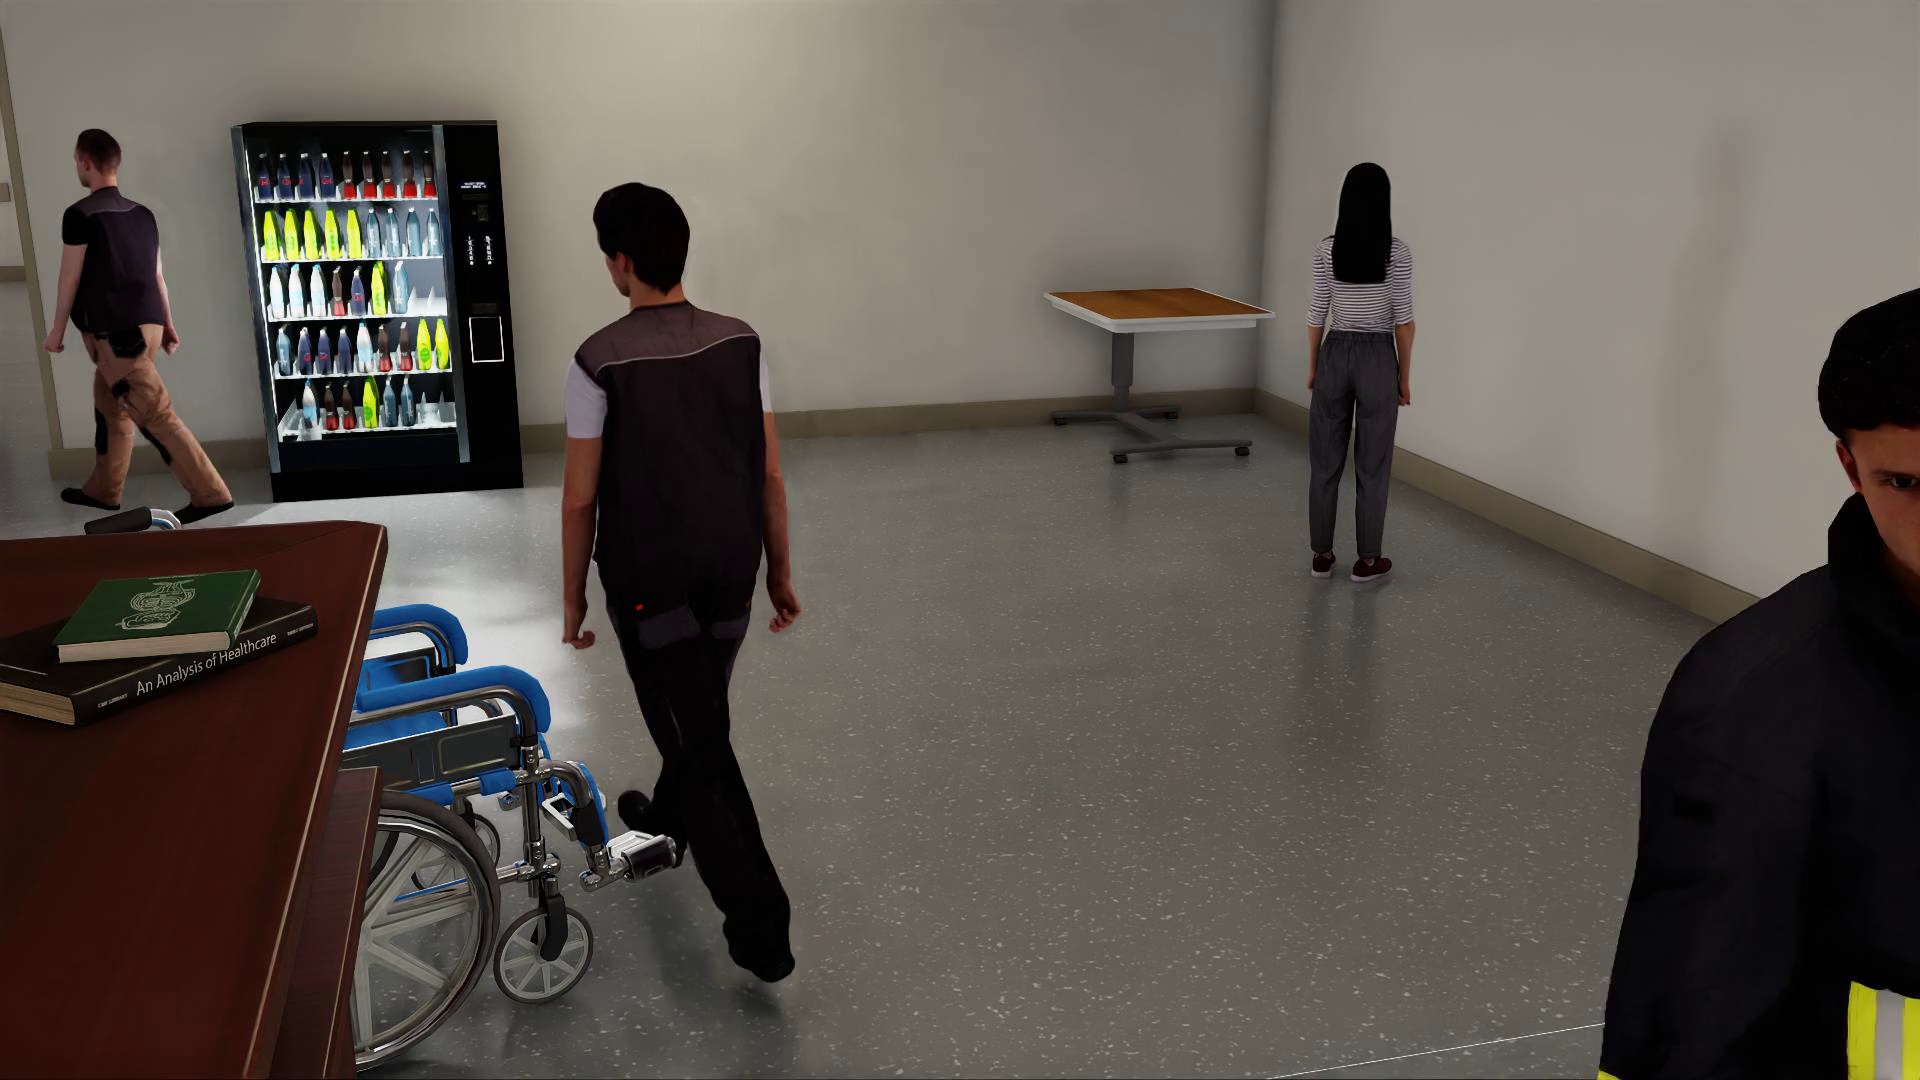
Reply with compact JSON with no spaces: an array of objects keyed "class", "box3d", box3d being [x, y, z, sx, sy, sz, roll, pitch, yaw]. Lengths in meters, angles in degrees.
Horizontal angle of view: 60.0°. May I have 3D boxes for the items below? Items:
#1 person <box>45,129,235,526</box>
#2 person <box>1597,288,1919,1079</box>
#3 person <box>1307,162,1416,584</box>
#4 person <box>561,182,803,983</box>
[{"class":"person","box3d":[-3.761,-0.927,7.649,1.317,1.792,0.997,2,16,8]},{"class":"person","box3d":[0.989,0.660,1.811,0.577,1.905,0.863,-6,17,-22]},{"class":"person","box3d":[1.642,-0.686,6.903,0.665,1.734,0.728,9,18,28]},{"class":"person","box3d":[-0.593,0.150,3.815,1.237,1.800,1.026,-10,19,-32]}]
